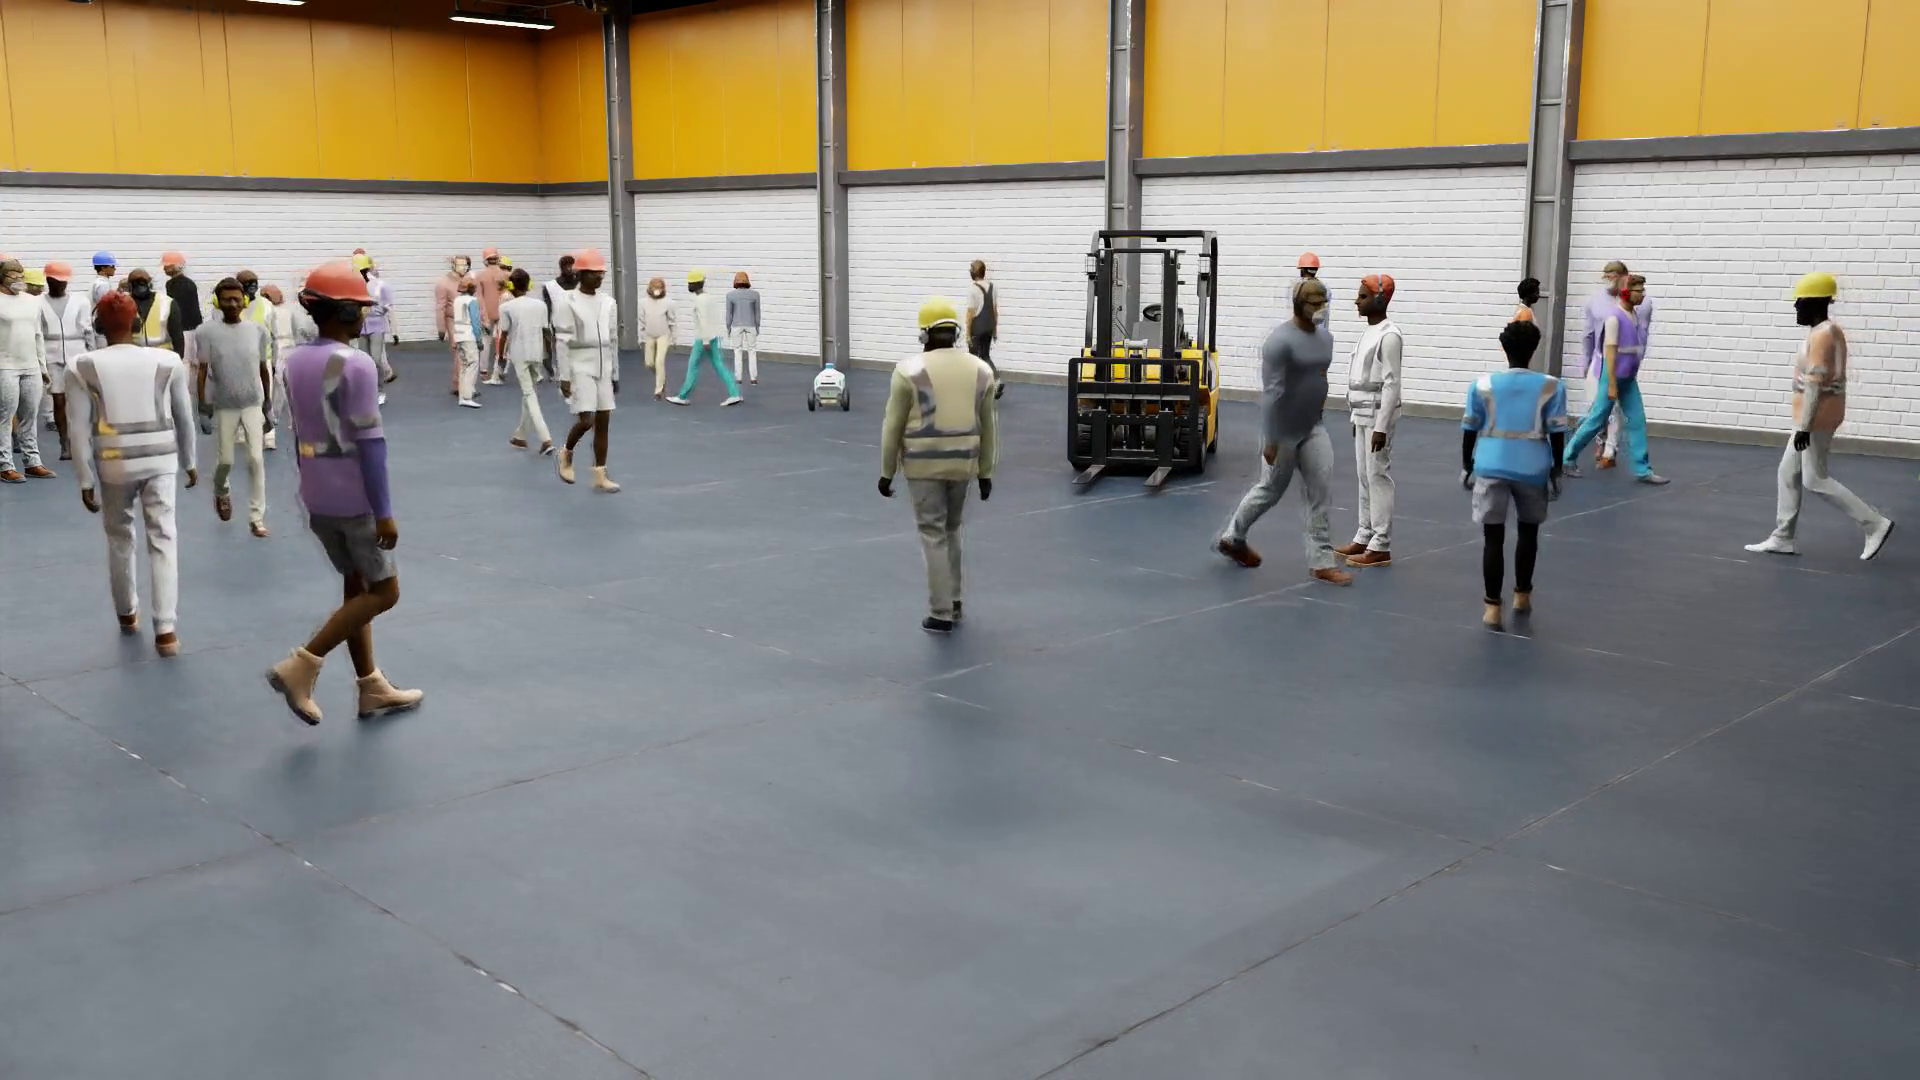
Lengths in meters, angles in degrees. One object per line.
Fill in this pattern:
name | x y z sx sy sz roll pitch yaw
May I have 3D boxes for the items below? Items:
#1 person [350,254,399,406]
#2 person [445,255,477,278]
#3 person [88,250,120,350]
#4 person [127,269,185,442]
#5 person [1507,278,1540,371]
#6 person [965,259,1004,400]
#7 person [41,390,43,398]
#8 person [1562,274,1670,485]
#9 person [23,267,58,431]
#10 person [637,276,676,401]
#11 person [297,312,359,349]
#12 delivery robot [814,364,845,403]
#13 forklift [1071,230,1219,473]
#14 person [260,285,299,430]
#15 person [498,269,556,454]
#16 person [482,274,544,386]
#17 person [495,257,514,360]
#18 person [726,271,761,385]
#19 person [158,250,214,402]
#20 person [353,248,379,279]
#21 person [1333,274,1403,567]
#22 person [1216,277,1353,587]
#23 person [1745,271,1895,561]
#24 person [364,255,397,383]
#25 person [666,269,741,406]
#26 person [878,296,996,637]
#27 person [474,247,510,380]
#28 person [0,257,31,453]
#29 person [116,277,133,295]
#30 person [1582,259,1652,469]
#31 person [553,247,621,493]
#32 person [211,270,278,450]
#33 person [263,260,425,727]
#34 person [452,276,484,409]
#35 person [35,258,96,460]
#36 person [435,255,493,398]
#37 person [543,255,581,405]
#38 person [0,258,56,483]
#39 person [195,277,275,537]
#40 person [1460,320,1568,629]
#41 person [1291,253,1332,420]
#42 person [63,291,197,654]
person | -7.388 -2.612 20.771 0.666 1.896 0.609 0 10 0
person | -8.503 -3.980 28.516 0.645 1.803 0.787 -1 10 -5
person | -10.199 -2.476 19.898 0.402 1.949 0.605 -7 13 -35
person | -7.920 -1.734 16.268 0.641 1.798 0.934 -4 11 -20
person | 5.936 -1.914 17.549 0.321 1.690 0.529 4 11 20
person | 0.299 -2.639 21.109 0.537 1.831 0.524 -9 13 -39
person | -12.391 -2.754 21.459 1.045 1.938 0.646 0 10 -1
person | 5.665 -1.396 14.401 0.583 1.807 0.959 -10 15 -44
person | -10.206 -2.104 18.325 0.613 1.795 0.876 -9 14 -42
person | -3.923 -2.626 21.634 0.506 1.606 0.594 1 10 7
person | -5.414 -1.347 14.337 0.496 1.722 0.531 -2 11 -13
delivery robot | -1.599 -1.922 20.421 0.477 0.478 0.707 0 10 -1
forklift | 1.804 -1.825 15.677 1.214 2.155 2.313 2 11 13
person | -7.546 -2.016 18.367 0.871 1.579 0.519 6 12 29
person | -4.251 -1.750 16.352 0.531 1.816 1.014 -9 14 -41
person | -6.325 -2.969 23.525 0.850 1.595 0.522 -1 10 -8
person | -7.801 -3.982 28.642 0.522 1.759 0.349 5 12 26
person | -3.096 -3.023 23.781 0.493 1.624 0.311 -2 11 -10
person | -9.698 -2.676 20.981 0.623 1.963 0.917 9 13 39
person | -10.744 -4.284 29.897 0.641 1.903 0.402 -4 11 -19
person | 2.664 -0.767 10.757 0.356 1.883 0.572 0 10 -2
person | 2.013 -0.684 10.325 0.657 1.897 0.960 -8 13 -38
person | 5.695 -0.803 10.897 0.792 1.903 0.584 5 11 25
person | -8.463 -3.125 23.711 0.643 1.851 1.018 1 10 8
person | -3.192 -2.519 20.789 0.944 1.701 0.561 1 10 7
person | -0.158 -0.400 8.972 0.596 1.810 0.637 -6 12 -30
person | -6.936 -3.366 24.759 0.633 1.942 1.001 -6 12 -28
person | -9.393 -1.835 16.492 0.550 1.920 0.671 -6 12 -28
person | -10.482 -2.506 20.990 0.513 1.602 0.701 2 11 8
person | 6.001 -1.604 15.259 0.629 1.919 0.516 9 14 41
person | -3.093 -1.406 13.827 0.552 2.032 0.625 8 13 38
person | -7.185 -1.819 16.753 0.628 1.799 0.973 -6 12 -31
person | -2.677 -0.177 7.135 0.632 2.028 0.687 9 14 41
person | -6.129 -2.442 20.585 0.458 1.627 0.661 -10 14 -42
person | -8.518 -1.706 15.798 0.583 1.910 0.402 -5 12 -27
person | -6.487 -2.804 21.913 0.890 1.872 0.668 6 12 31
person | -5.032 -2.677 21.189 0.612 1.888 0.697 -6 12 -31
person | -8.198 -1.469 14.448 0.371 1.935 0.627 4 11 21
person | -5.209 -0.964 11.953 0.517 1.850 0.763 -7 13 -34
person | 3.035 -0.371 9.163 0.559 1.658 0.716 3 11 18
person | 3.899 -2.255 18.724 0.552 1.935 0.370 -6 12 -31
person | -4.307 -0.366 8.691 0.595 1.837 0.973 -6 12 -28
